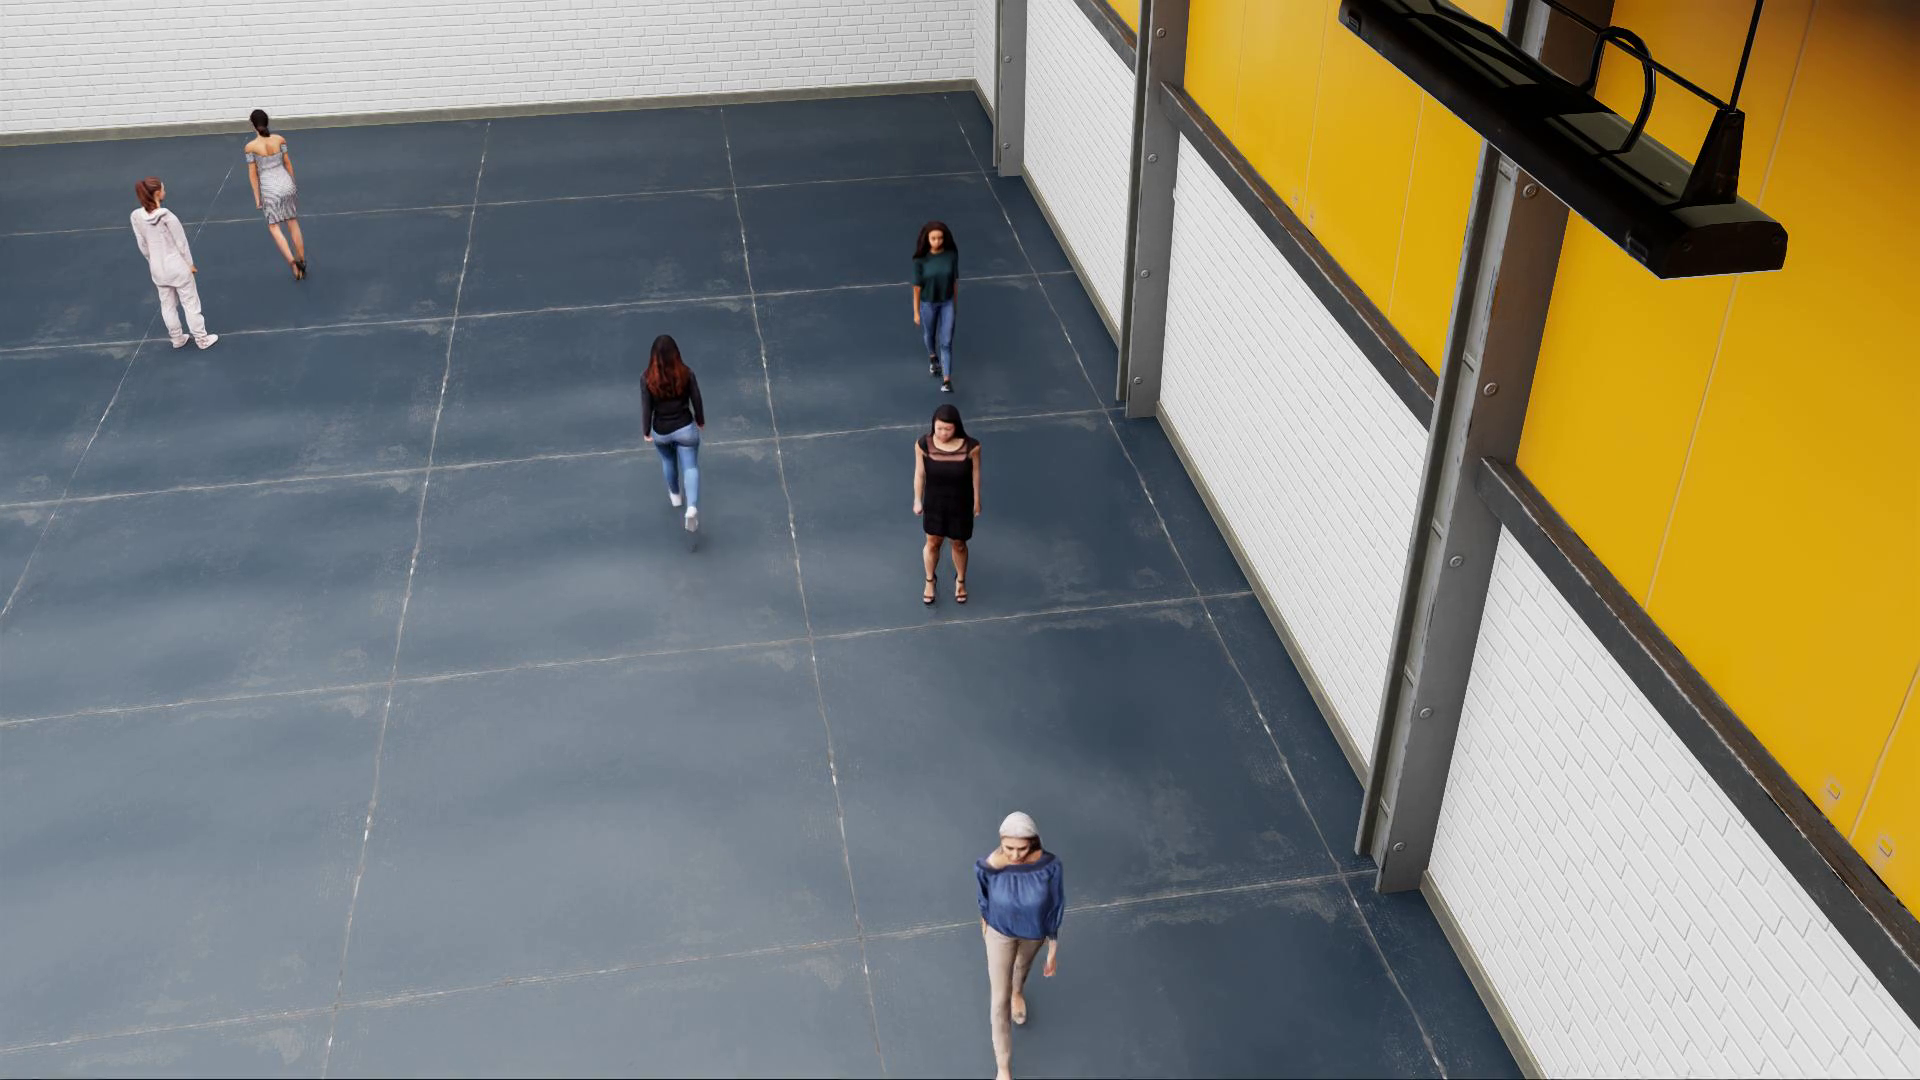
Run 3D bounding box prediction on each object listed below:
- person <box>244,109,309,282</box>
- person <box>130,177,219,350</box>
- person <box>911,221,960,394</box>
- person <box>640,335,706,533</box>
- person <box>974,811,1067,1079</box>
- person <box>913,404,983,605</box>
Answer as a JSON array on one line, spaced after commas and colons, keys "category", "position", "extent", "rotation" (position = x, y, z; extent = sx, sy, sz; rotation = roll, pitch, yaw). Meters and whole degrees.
[{"category": "person", "position": [-6.964, -3.511, 17.073], "extent": [0.790, 1.814, 0.842], "rotation": [-28, 43, -35]}, {"category": "person", "position": [-7.540, -2.621, 15.848], "extent": [0.698, 1.688, 0.666], "rotation": [4, 34, 6]}, {"category": "person", "position": [-0.231, -2.191, 15.304], "extent": [0.606, 1.575, 1.062], "rotation": [-5, 34, -7]}, {"category": "person", "position": [-2.260, -0.820, 13.218], "extent": [0.642, 1.600, 1.059], "rotation": [-5, 34, -8]}, {"category": "person", "position": [0.311, 2.029, 8.881], "extent": [0.697, 1.657, 1.082], "rotation": [-2, 34, -3]}, {"category": "person", "position": [-0.091, -0.260, 12.272], "extent": [0.711, 1.715, 0.668], "rotation": [1, 34, 2]}]
